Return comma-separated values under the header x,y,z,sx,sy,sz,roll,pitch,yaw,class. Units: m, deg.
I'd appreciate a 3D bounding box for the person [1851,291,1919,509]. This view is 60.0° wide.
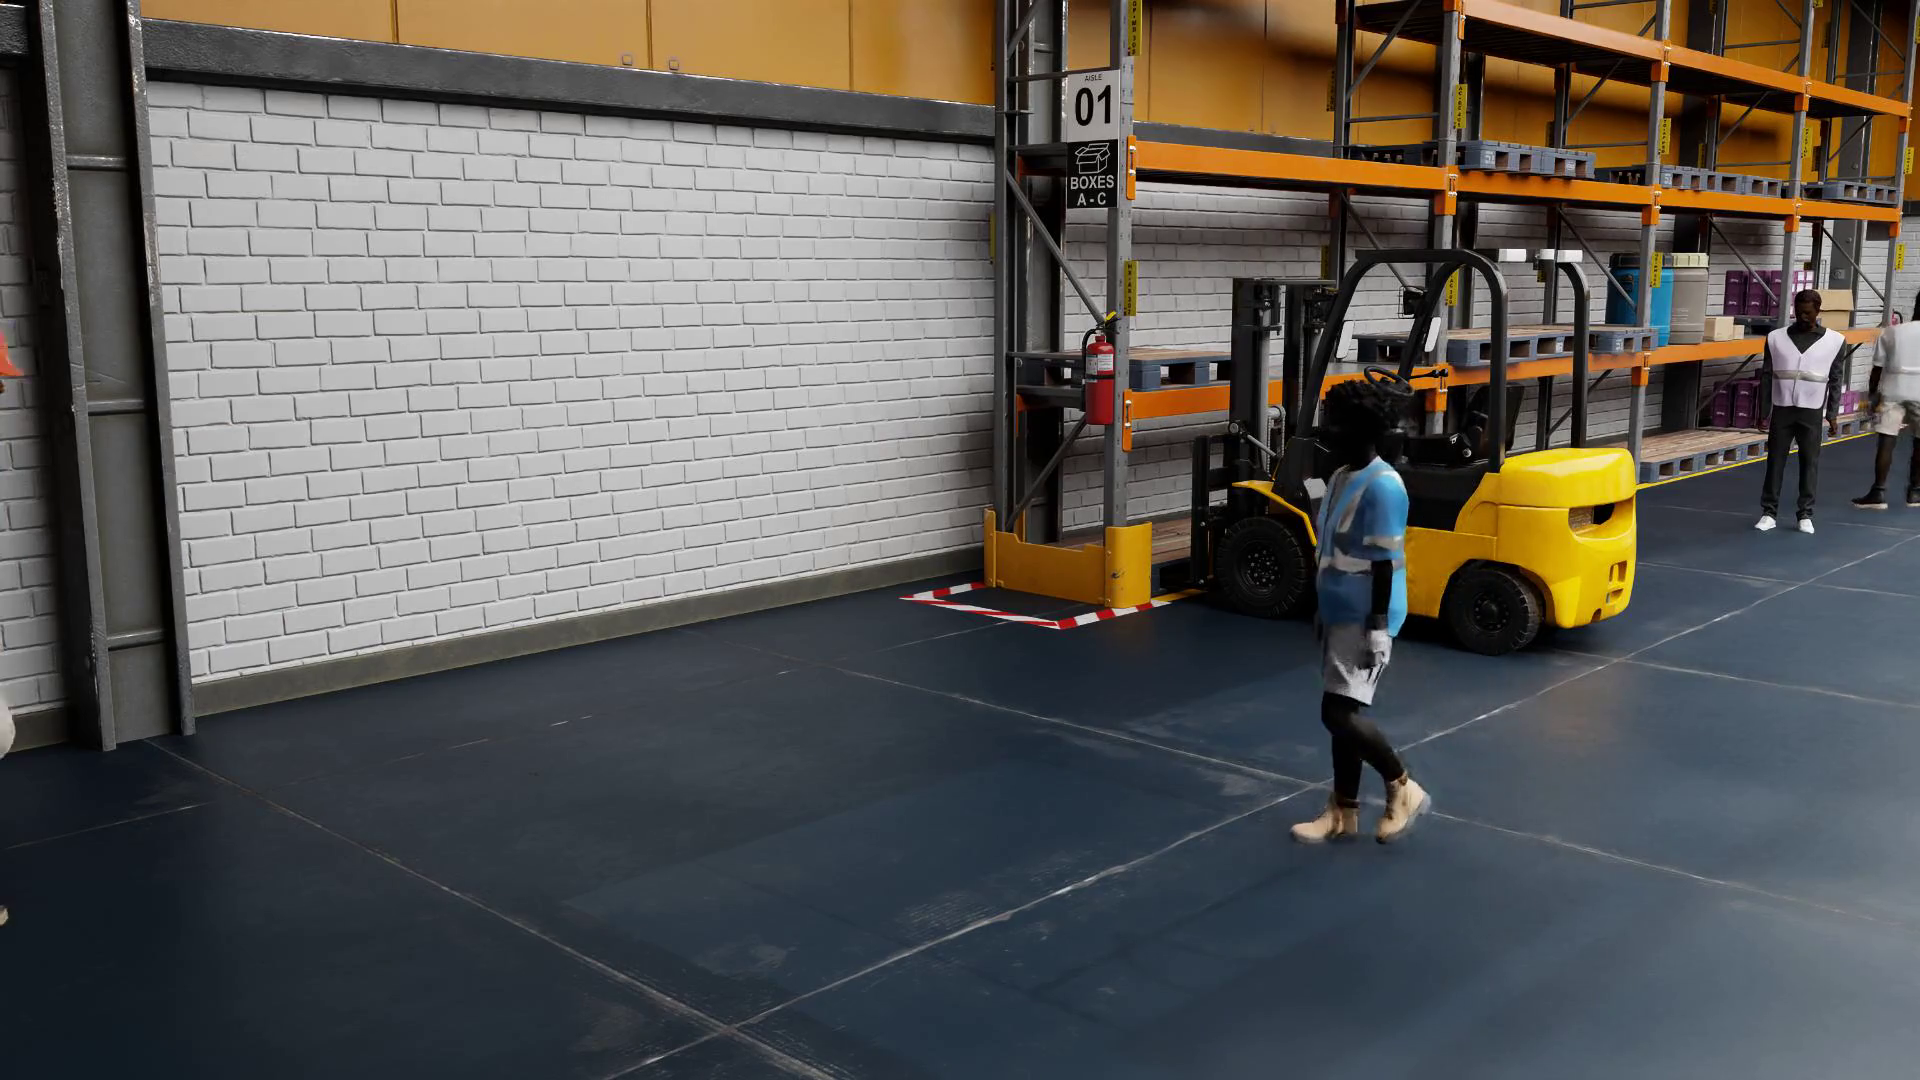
x,y,z,sx,sy,sz,roll,pitch,yaw,class
8.185,-1.219,14.400,0.653,1.919,0.703,7,11,36,person

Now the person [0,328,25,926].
x,y,z,sx,sy,sz,roll,pitch,yaw,class
-3.133,0.272,5.131,0.556,1.956,0.660,-3,10,-19,person

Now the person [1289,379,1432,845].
x,y,z,sx,sy,sz,roll,pitch,yaw,class
1.403,0.276,5.886,0.379,1.684,0.556,-1,9,-5,person

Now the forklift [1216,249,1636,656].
x,y,z,sx,sy,sz,roll,pitch,yaw,class
2.710,-0.584,9.626,2.313,2.155,1.214,9,13,43,forklift

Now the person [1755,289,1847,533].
x,y,z,sx,sy,sz,roll,pitch,yaw,class
6.611,-1.013,13.114,0.587,1.913,0.391,6,11,31,person
